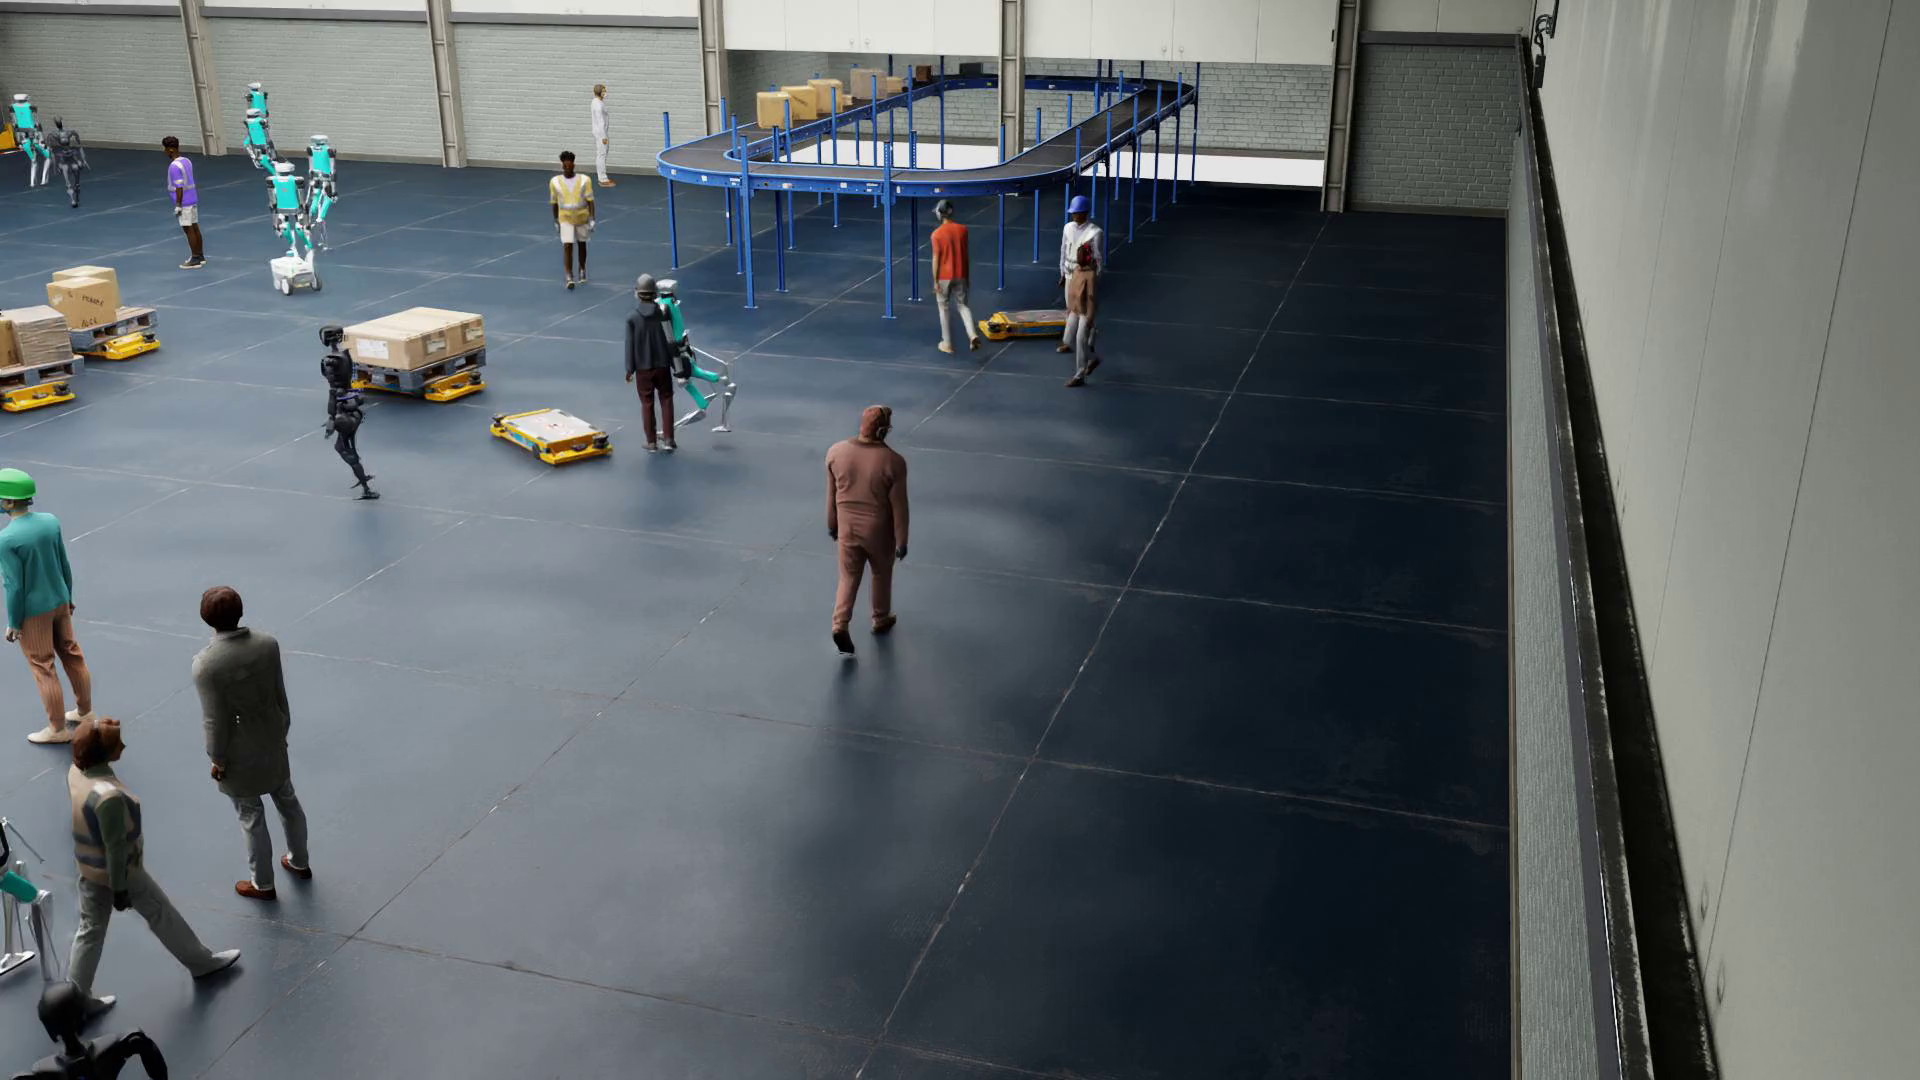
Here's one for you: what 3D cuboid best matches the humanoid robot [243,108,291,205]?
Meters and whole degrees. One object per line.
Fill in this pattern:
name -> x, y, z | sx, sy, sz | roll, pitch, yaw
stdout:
humanoid robot -> -12.434, -6.930, 30.098 | 0.544, 1.774, 0.751 | 11, 24, 26

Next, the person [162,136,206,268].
person -> -11.675, -5.081, 25.009 | 0.370, 1.959, 0.600 | -2, 21, -5

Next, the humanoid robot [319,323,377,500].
humanoid robot -> -5.627, -1.176, 15.270 | 0.407, 1.654, 0.590 | -1, 21, -3

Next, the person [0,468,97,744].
person -> -5.993, 0.427, 10.830 | 0.339, 1.878, 0.526 | 6, 22, 15

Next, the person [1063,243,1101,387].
person -> 1.409, -2.561, 18.895 | 0.447, 1.638, 0.490 | -11, 24, -26

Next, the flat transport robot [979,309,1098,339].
flat transport robot -> 1.004, -2.768, 21.357 | 1.431, 0.231, 0.659 | -4, 21, -10

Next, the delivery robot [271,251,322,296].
delivery robot -> -9.478, -3.804, 23.632 | 0.765, 0.583, 0.499 | 20, 29, 41

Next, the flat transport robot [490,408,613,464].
flat transport robot -> -4.180, -1.074, 16.964 | 0.659, 0.231, 1.431 | -17, 27, -37

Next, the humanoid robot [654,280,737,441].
humanoid robot -> -2.623, -1.756, 16.726 | 1.047, 1.719, 0.542 | 0, 21, 0

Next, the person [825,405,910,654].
person -> -0.683, -0.085, 12.184 | 0.660, 1.855, 0.871 | 7, 22, 17

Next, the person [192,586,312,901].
person -> -3.903, 1.115, 9.123 | 0.369, 1.828, 0.504 | 13, 25, 31

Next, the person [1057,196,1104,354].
person -> 1.451, -3.188, 20.117 | 0.614, 1.945, 0.402 | 18, 28, 39

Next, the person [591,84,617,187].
person -> -6.915, -7.824, 32.153 | 0.372, 1.940, 0.630 | -6, 22, -16

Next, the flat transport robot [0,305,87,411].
flat transport robot -> -10.582, -1.700, 18.587 | 1.431, 0.231, 0.659 | 15, 26, 34

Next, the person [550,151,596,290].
person -> -5.498, -4.561, 23.705 | 0.604, 1.915, 1.006 | -5, 22, -13

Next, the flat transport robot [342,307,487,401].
flat transport robot -> -6.156, -1.818, 18.892 | 1.431, 0.231, 0.659 | 10, 23, 25

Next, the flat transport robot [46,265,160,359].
flat transport robot -> -10.691, -2.448, 20.527 | 1.431, 0.231, 0.659 | 7, 22, 17

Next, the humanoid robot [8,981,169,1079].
humanoid robot -> -3.097, 2.363, 6.102 | 0.600, 1.647, 0.411 | -14, 25, -32

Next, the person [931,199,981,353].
person -> -0.080, -3.167, 20.152 | 0.515, 1.887, 0.688 | -10, 23, -23

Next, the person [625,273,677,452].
person -> -3.069, -1.754, 16.591 | 0.549, 1.811, 0.381 | -8, 23, -21

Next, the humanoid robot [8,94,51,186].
humanoid robot -> -17.908, -7.715, 32.211 | 0.539, 1.852, 0.671 | 0, 21, 0

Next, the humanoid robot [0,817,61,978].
humanoid robot -> -4.876, 1.504, 8.351 | 0.545, 1.849, 0.774 | 5, 22, 13

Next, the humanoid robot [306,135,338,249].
humanoid robot -> -10.248, -5.474, 26.399 | 0.531, 1.803, 0.801 | 8, 23, 20

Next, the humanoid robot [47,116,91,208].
humanoid robot -> -16.037, -6.812, 29.969 | 0.612, 1.622, 0.809 | -14, 25, -32

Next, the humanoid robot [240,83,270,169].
humanoid robot -> -14.468, -8.466, 34.020 | 0.673, 1.741, 0.531 | 8, 22, 20

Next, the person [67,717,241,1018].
person -> -4.137, 1.588, 8.210 | 0.514, 1.586, 0.843 | 17, 27, 37

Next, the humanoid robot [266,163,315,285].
humanoid robot -> -9.535, -4.545, 23.889 | 0.542, 1.769, 0.686 | -1, 21, -3
